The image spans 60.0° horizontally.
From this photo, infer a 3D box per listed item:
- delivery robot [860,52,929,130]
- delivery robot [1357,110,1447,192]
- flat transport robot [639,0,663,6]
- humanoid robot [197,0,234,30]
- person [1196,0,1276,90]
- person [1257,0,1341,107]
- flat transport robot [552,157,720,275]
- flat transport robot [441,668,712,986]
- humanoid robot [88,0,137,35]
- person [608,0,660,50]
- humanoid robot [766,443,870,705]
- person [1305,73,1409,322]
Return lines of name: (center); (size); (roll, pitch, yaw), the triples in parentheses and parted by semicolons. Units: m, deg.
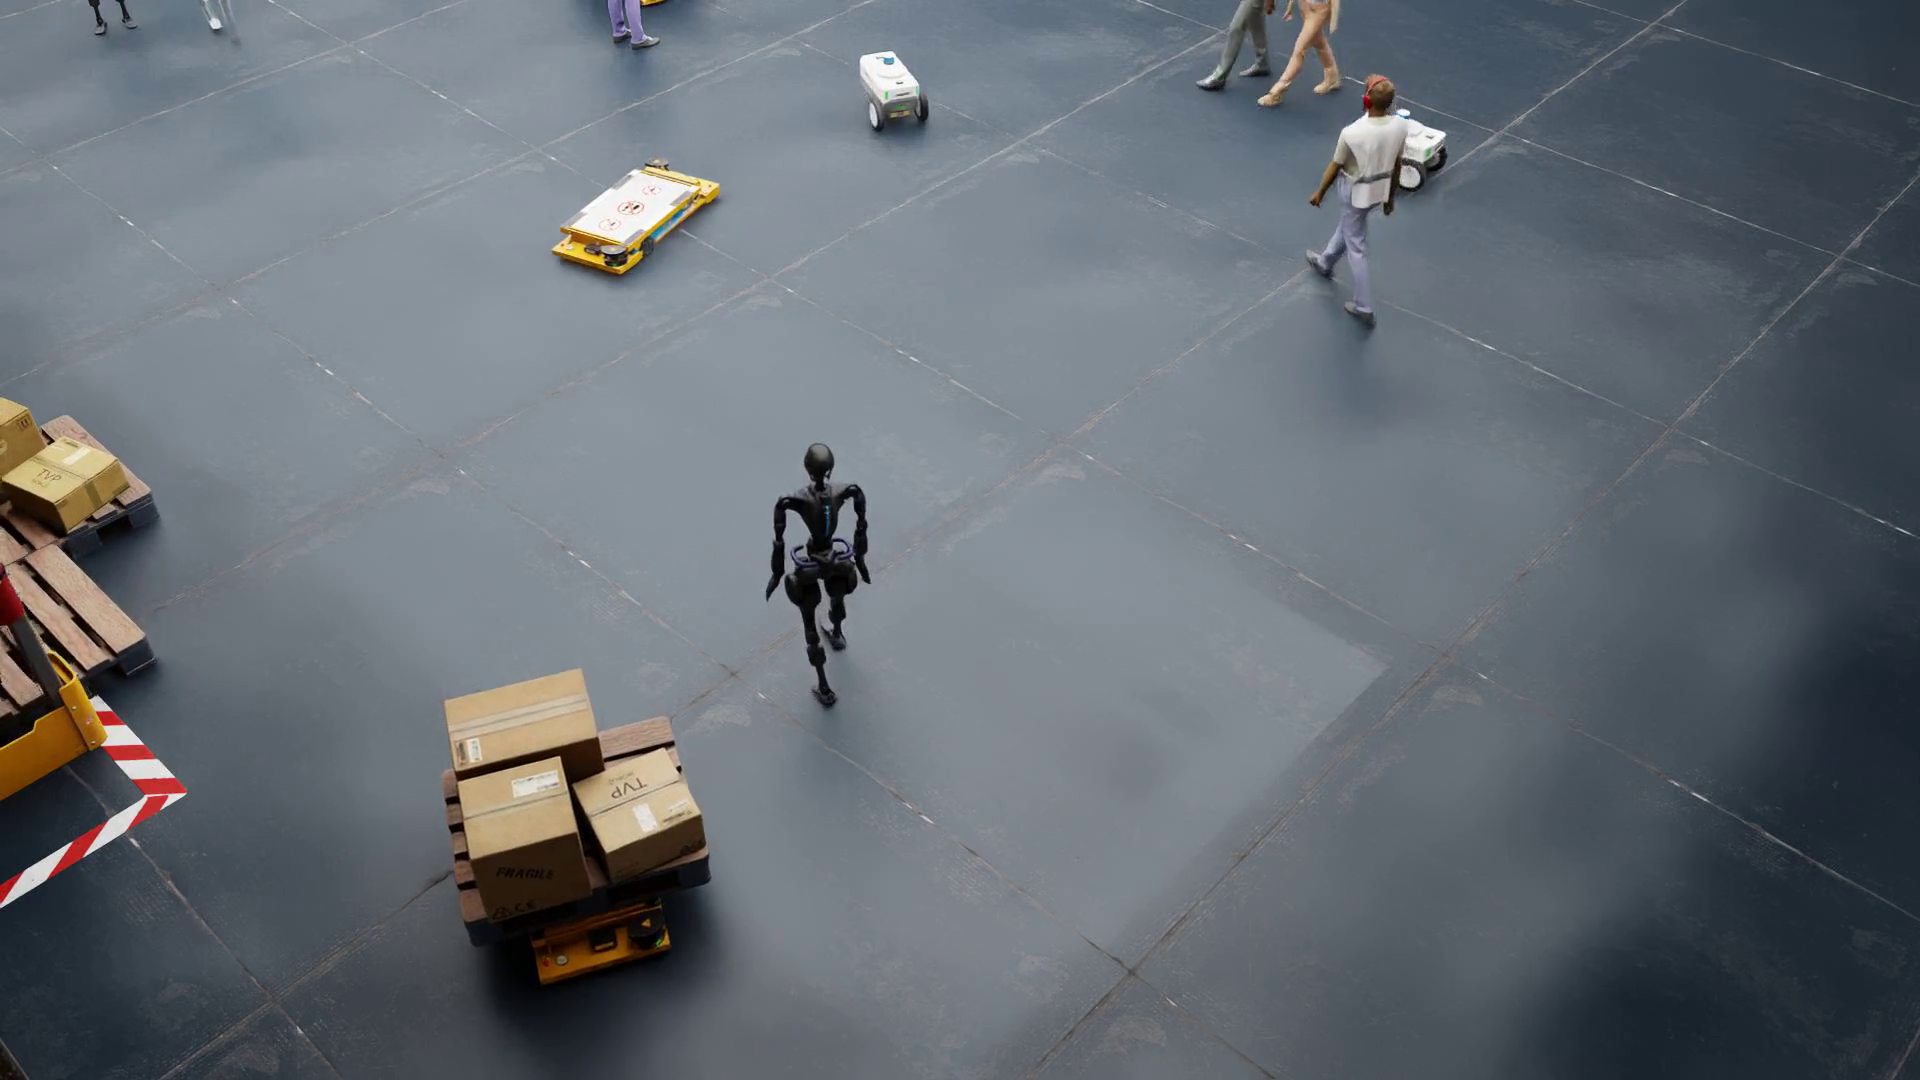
delivery robot: (-0.612, -4.022, 14.785); (0.512, 0.598, 0.769); (-15, 44, -16)
delivery robot: (3.706, -3.326, 14.007); (0.774, 0.592, 0.499); (26, 48, 26)
flat transport robot: (-3.276, -5.875, 17.056); (0.659, 0.231, 1.431); (-24, 47, -24)
humanoid robot: (-7.188, -5.602, 15.713); (0.545, 1.848, 0.775); (-18, 45, -19)
person: (2.517, -4.916, 14.842); (0.899, 1.806, 0.588); (-10, 43, -11)
person: (3.125, -4.660, 14.649); (0.912, 1.679, 0.470); (-17, 45, -18)
flat transport robot: (-2.608, -2.632, 13.451); (0.659, 0.231, 1.431); (19, 45, 20)
flat transport robot: (-1.989, 1.624, 8.721); (0.659, 0.231, 1.431); (-13, 44, -14)
humanoid robot: (-8.228, -5.636, 15.727); (0.599, 1.657, 0.315); (-17, 45, -18)
person: (-3.167, -5.473, 15.431); (0.569, 1.843, 0.373); (29, 49, 28)
humanoid robot: (-0.809, 0.142, 9.342); (0.612, 1.640, 0.646); (-16, 44, -17)
person: (2.931, -2.556, 12.223); (0.566, 1.793, 0.971); (-21, 46, -22)
